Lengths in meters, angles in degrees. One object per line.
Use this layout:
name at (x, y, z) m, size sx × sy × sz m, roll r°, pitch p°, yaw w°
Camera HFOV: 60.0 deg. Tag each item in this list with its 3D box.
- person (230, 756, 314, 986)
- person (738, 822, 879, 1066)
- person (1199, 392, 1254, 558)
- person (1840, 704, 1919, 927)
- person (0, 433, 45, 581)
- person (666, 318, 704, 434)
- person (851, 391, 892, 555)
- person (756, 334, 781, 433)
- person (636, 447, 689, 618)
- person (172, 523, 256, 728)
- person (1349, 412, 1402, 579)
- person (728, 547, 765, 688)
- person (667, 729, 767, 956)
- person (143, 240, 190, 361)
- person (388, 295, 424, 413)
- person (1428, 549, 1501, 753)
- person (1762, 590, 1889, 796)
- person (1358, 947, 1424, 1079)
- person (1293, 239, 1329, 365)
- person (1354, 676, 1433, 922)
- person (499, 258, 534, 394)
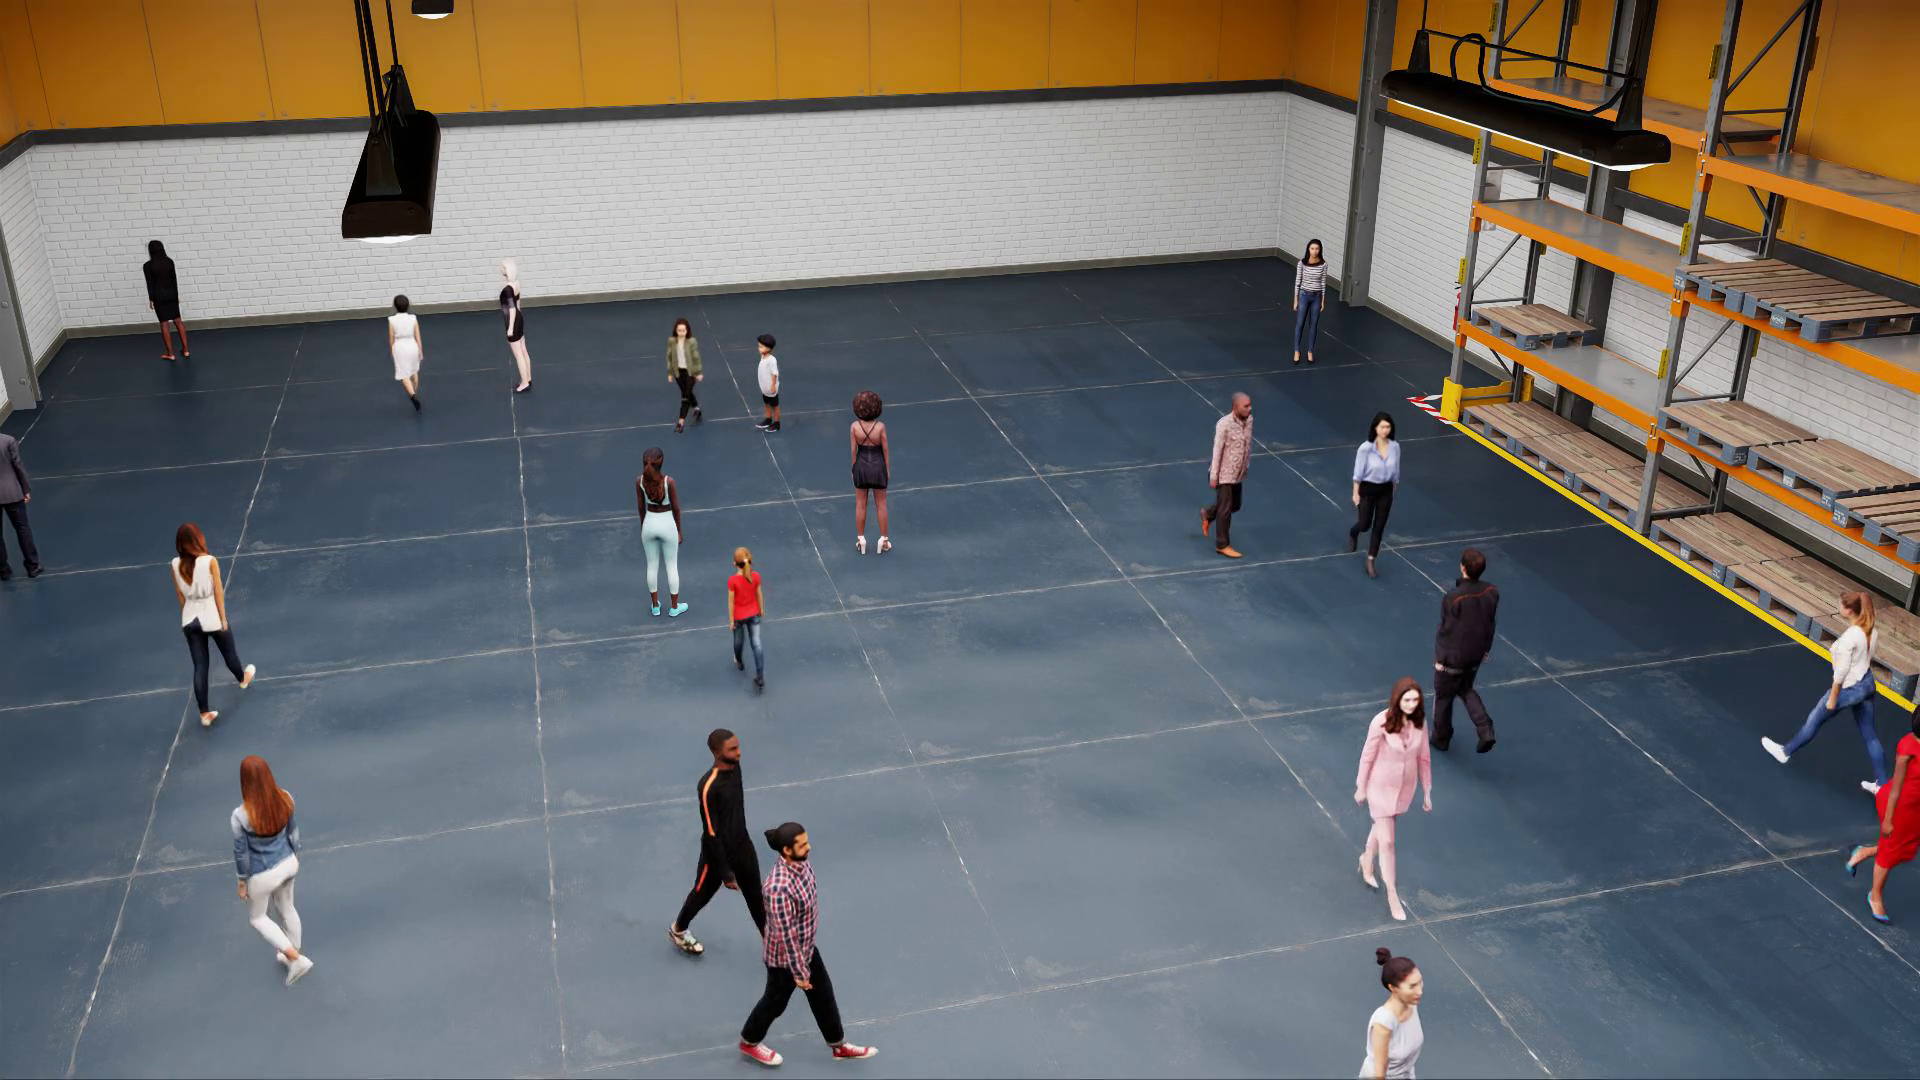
person at (-4.458, 2.201, 10.888) m, size 0.908 × 1.691 × 0.846 m, roll 14°, pitch 27°, yaw 29°
person at (-1.099, 2.504, 10.148) m, size 1.111 × 1.730 × 1.178 m, roll 6°, pitch 24°, yaw 13°
person at (2.750, -0.727, 17.479) m, size 0.967 × 1.778 × 1.100 m, roll -18°, pitch 30°, yaw -36°
person at (6.517, 1.849, 11.644) m, size 0.617 × 1.731 × 0.799 m, roll -8°, pitch 25°, yaw -18°
person at (-9.735, -0.485, 16.856) m, size 0.727 × 1.833 × 0.633 m, roll -9°, pitch 25°, yaw -20°
person at (-3.461, -2.126, 21.105) m, size 0.930 × 1.437 × 1.083 m, roll 7°, pitch 25°, yaw 15°
person at (-0.938, -0.703, 17.408) m, size 0.615 × 1.790 × 0.624 m, roll 1°, pitch 24°, yaw 3°
person at (-2.411, -1.999, 21.038) m, size 0.615 × 1.257 × 0.513 m, roll -17°, pitch 29°, yaw -34°
person at (-2.902, -0.084, 16.075) m, size 0.628 × 1.725 × 0.634 m, roll 2°, pitch 24°, yaw 5°
person at (-6.452, 0.758, 14.125) m, size 0.762 × 1.743 × 1.144 m, roll -1°, pitch 24°, yaw -1°
person at (4.225, -0.494, 17.004) m, size 0.710 × 1.731 × 0.876 m, roll -3°, pitch 24°, yaw -7°
person at (-1.878, 0.708, 14.814) m, size 0.564 × 1.282 × 0.922 m, roll -10°, pitch 25°, yaw -21°
person at (-1.659, 2.072, 11.094) m, size 1.213 × 1.763 × 1.188 m, roll 11°, pitch 26°, yaw 24°
person at (-11.369, -3.449, 23.775) m, size 0.719 × 1.722 × 0.679 m, roll 17°, pitch 29°, yaw 34°
person at (-7.185, -2.399, 21.613) m, size 0.767 × 1.531 × 1.031 m, roll -15°, pitch 28°, yaw -31°
person at (4.137, 0.968, 13.544) m, size 0.822 × 1.823 × 0.982 m, roll -11°, pitch 26°, yaw -24°
person at (7.070, 1.272, 13.068) m, size 0.887 × 1.648 × 1.286 m, roll -13°, pitch 27°, yaw -27°
person at (2.359, 2.984, 9.208) m, size 0.702 × 1.602 × 0.666 m, roll 19°, pitch 30°, yaw 36°
person at (4.943, -3.376, 23.515) m, size 0.631 × 1.797 × 0.583 m, roll 1°, pitch 24°, yaw 3°
person at (3.033, 1.734, 11.860) m, size 0.629 × 1.769 × 0.984 m, roll -6°, pitch 24°, yaw -13°
person at (-5.979, -2.886, 22.354) m, size 0.702 × 1.829 × 0.537 m, roll 0°, pitch 24°, yaw 1°
